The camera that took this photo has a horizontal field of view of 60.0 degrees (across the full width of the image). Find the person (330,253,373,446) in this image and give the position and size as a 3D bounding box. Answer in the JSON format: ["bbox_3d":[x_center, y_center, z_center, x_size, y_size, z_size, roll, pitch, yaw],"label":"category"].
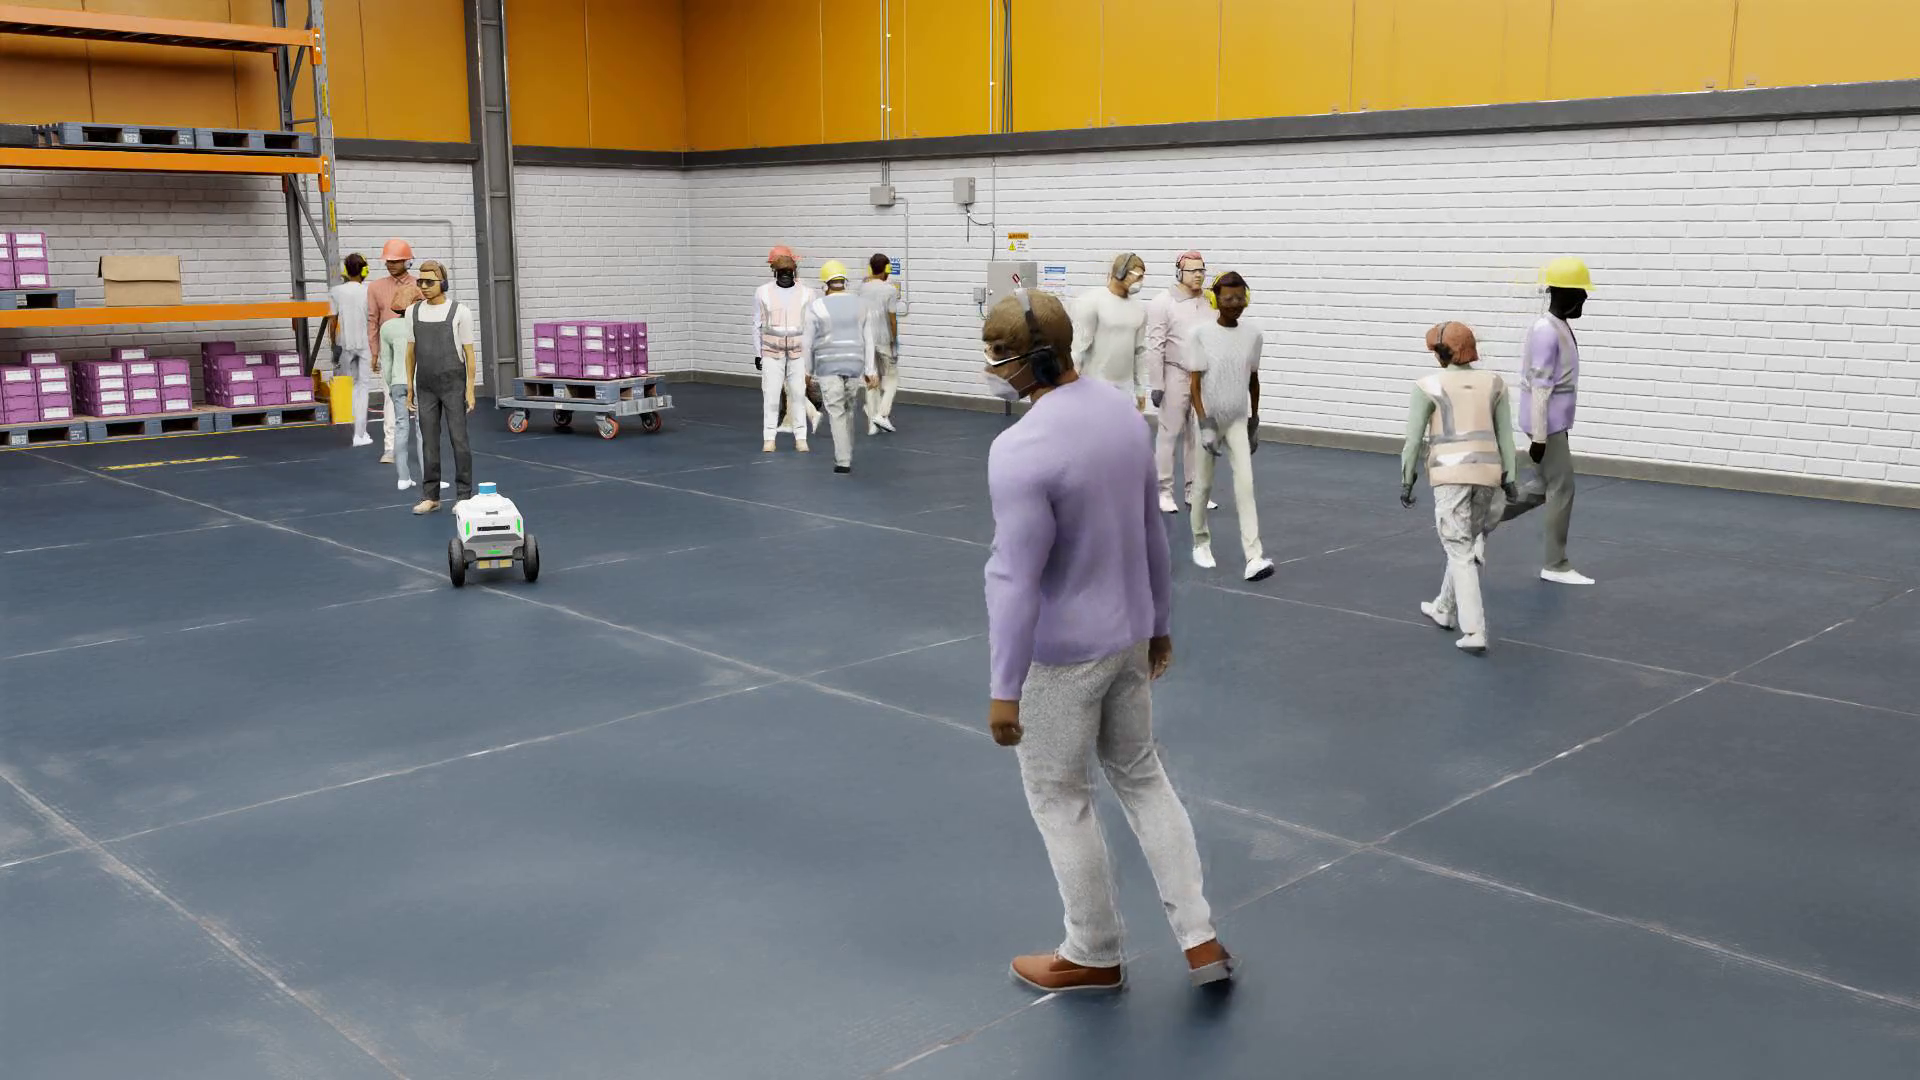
[{"bbox_3d":[-5.790,-1.850,16.150,0.540,1.846,0.635,1,10,6],"label":"person"}]

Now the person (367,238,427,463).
[{"bbox_3d":[-4.948,-1.674,14.804,0.613,1.991,0.392,-2,11,-9],"label":"person"}]

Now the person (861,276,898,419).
[{"bbox_3d":[-0.970,-2.006,17.702,0.520,1.587,0.881,-5,12,-27],"label":"person"}]

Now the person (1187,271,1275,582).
[{"bbox_3d":[1.582,-0.669,9.830,0.501,1.806,1.017,-2,11,-9],"label":"person"}]

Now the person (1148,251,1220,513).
[{"bbox_3d":[1.680,-1.158,12.223,0.653,1.906,0.408,-6,12,-29],"label":"person"}]

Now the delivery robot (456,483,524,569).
[{"bbox_3d":[-2.795,-0.097,9.871,0.477,0.478,0.707,-4,11,-20],"label":"delivery robot"}]

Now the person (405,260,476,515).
[{"bbox_3d":[-3.758,-1.093,12.037,0.517,1.843,0.326,1,10,6],"label":"person"}]

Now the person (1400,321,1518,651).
[{"bbox_3d":[2.454,-0.281,8.270,0.527,1.590,0.836,-3,11,-14],"label":"person"}]

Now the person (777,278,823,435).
[{"bbox_3d":[-1.651,-1.856,16.865,0.748,1.611,0.508,9,14,40],"label":"person"}]

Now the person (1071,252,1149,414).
[{"bbox_3d":[1.072,-1.049,11.646,0.698,1.899,0.493,-8,13,-37],"label":"person"}]

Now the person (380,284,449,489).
[{"bbox_3d":[-4.355,-1.209,13.244,0.498,1.634,0.278,3,11,17],"label":"person"}]

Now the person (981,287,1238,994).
[{"bbox_3d":[0.392,0.306,4.296,0.657,1.895,0.698,8,13,36],"label":"person"}]

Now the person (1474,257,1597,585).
[{"bbox_3d":[3.366,-0.698,9.740,0.732,1.905,0.597,4,11,22],"label":"person"}]

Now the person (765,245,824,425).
[{"bbox_3d":[-1.808,-2.161,17.665,0.531,1.923,0.543,3,11,14],"label":"person"}]

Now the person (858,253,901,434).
[{"bbox_3d":[-0.822,-1.992,16.949,0.527,1.849,0.387,6,12,28],"label":"person"}]

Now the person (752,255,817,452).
[{"bbox_3d":[-1.632,-1.740,15.595,0.621,1.838,0.429,-2,11,-9],"label":"person"}]

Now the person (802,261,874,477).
[{"bbox_3d":[-1.077,-1.454,14.118,0.588,1.800,0.762,-6,12,-28],"label":"person"}]
